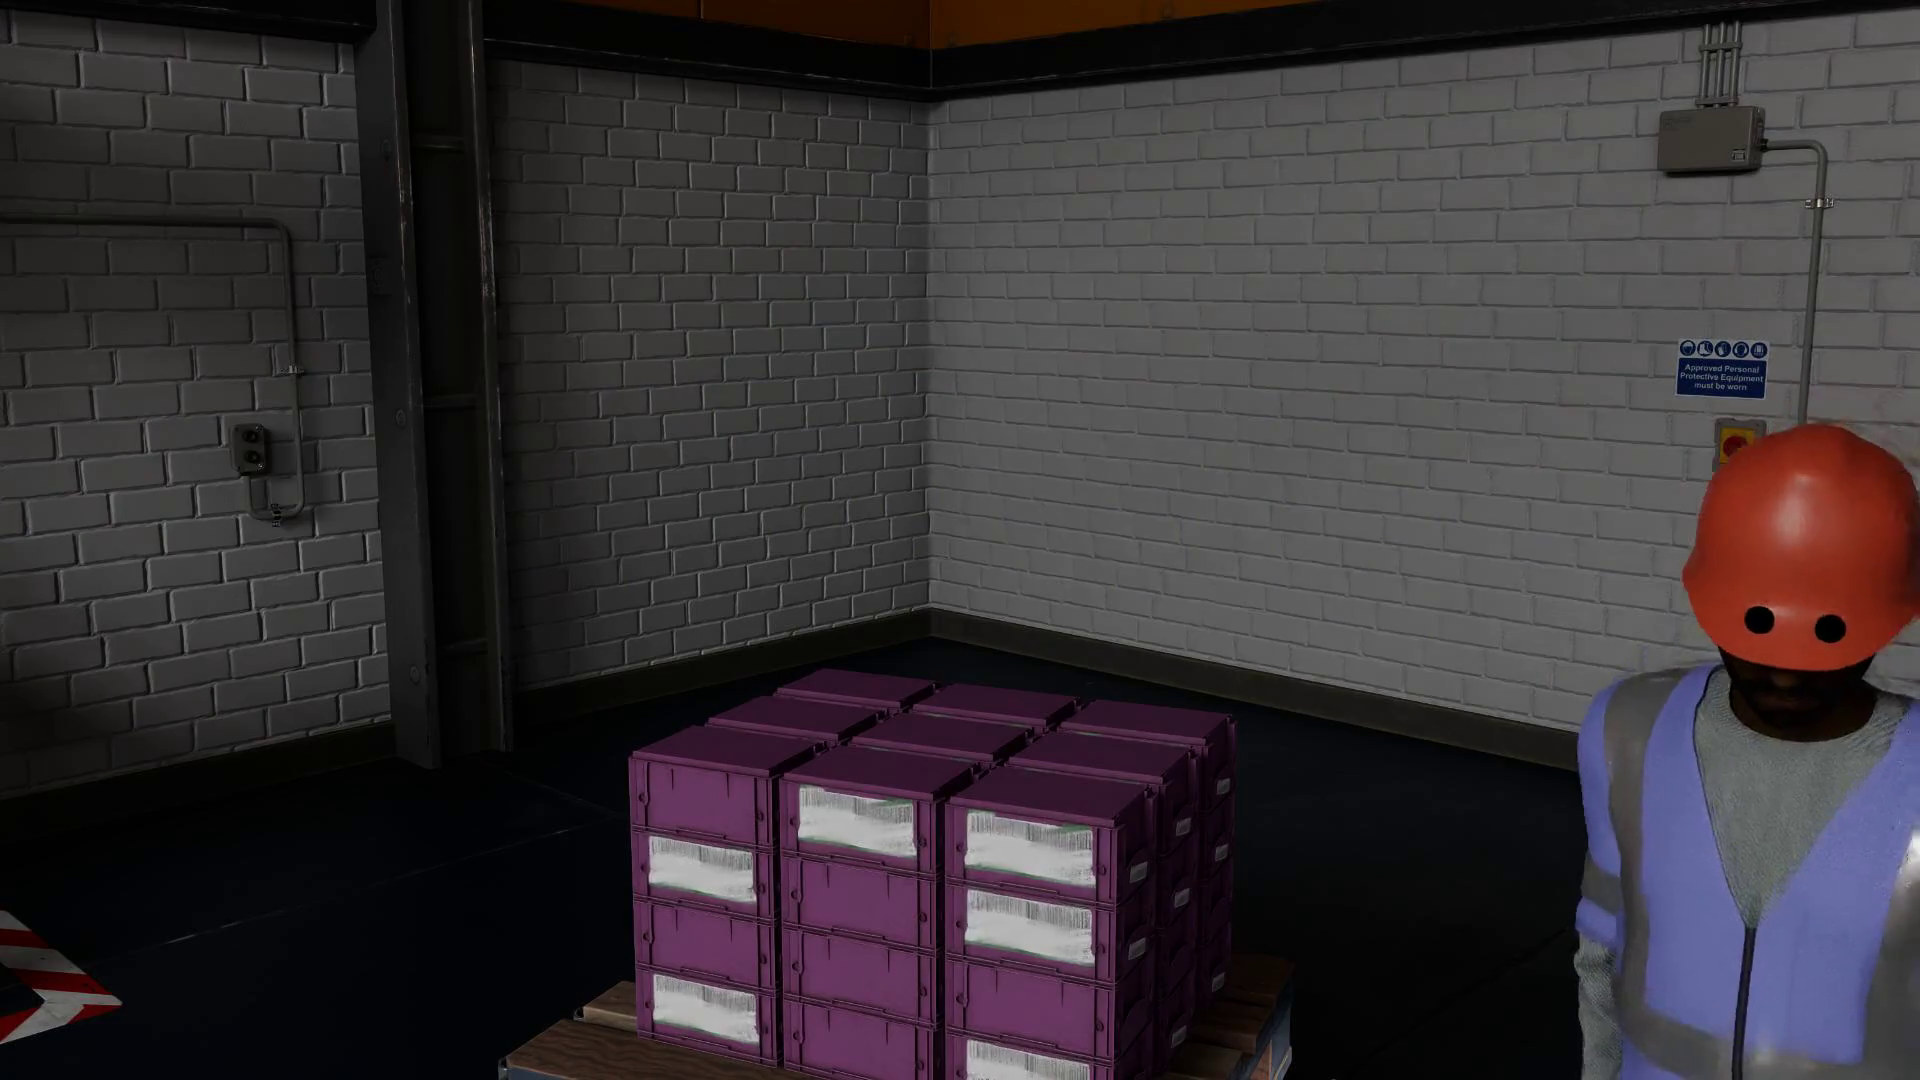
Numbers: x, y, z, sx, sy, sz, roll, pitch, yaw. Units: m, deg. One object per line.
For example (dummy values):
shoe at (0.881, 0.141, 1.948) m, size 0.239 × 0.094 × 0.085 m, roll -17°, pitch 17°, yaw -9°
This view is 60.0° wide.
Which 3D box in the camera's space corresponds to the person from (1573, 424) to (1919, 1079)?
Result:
person at (0.940, 0.790, 1.937) m, size 0.578 × 1.848 × 1.066 m, roll 8°, pitch 12°, yaw 42°
